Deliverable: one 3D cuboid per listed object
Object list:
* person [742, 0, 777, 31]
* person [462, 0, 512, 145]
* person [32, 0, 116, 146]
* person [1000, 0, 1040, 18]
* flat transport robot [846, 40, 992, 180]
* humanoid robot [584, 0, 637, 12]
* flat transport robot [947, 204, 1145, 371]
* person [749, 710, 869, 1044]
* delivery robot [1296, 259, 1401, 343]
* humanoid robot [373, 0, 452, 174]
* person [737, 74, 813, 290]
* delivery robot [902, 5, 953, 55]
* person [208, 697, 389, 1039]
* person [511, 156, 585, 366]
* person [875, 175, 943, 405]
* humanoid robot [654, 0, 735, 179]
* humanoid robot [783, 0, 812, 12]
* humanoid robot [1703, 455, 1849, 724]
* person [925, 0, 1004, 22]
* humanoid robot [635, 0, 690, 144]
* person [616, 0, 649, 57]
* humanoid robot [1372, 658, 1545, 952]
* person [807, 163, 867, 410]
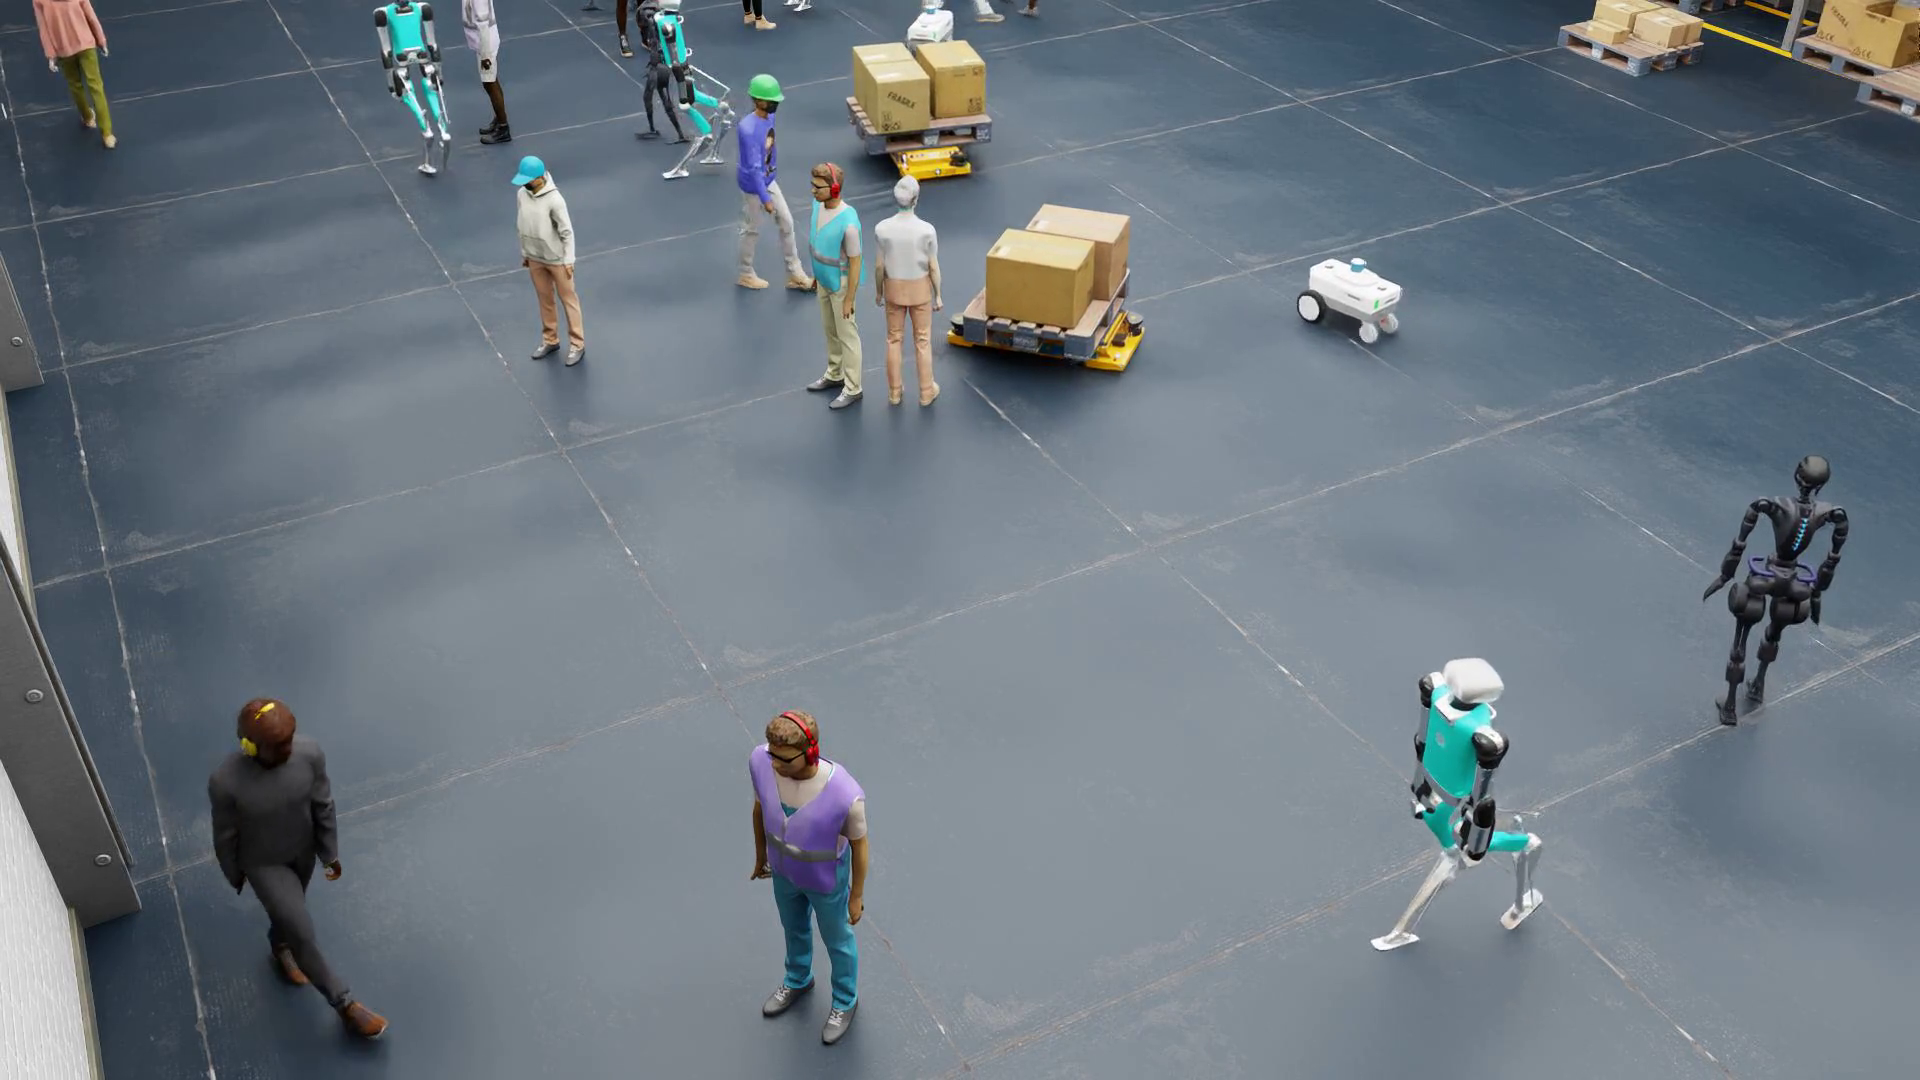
[{"bbox_3d":[-2.374,-6.727,19.075,0.319,1.696,0.531,-21,40,-28],"label":"person"},{"bbox_3d":[-4.663,-4.814,16.149,0.381,1.929,0.545,-10,36,-14],"label":"person"},{"bbox_3d":[-8.646,-4.814,16.271,0.564,1.783,0.980,-17,38,-22],"label":"person"},{"bbox_3d":[0.664,-7.151,19.518,0.553,1.883,0.979,-28,44,-34],"label":"person"},{"bbox_3d":[-0.403,-3.897,16.279,0.659,0.231,1.431,-9,36,-13],"label":"flat transport robot"},{"bbox_3d":[-4.129,-7.053,19.610,0.792,1.634,0.615,-5,35,-7],"label":"humanoid robot"},{"bbox_3d":[0.680,-1.656,13.080,1.431,0.231,0.659,11,37,16],"label":"flat transport robot"},{"bbox_3d":[-0.649,1.444,7.281,0.568,1.842,0.373,19,39,24],"label":"person"},{"bbox_3d":[3.117,-1.951,13.262,0.499,0.606,0.807,-27,43,-33],"label":"delivery robot"},{"bbox_3d":[-4.977,-4.144,15.405,0.552,1.843,0.741,-18,39,-24],"label":"humanoid robot"},{"bbox_3d":[-1.521,-2.836,13.405,0.835,1.837,0.468,16,38,22],"label":"person"},{"bbox_3d":[-0.329,-5.642,18.502,0.499,0.572,0.747,9,36,13],"label":"delivery robot"},{"bbox_3d":[-2.950,1.413,7.359,0.964,1.805,0.500,25,42,31],"label":"person"},{"bbox_3d":[-3.097,-2.094,12.484,0.461,1.668,0.390,15,38,21],"label":"person"},{"bbox_3d":[-0.372,-1.780,11.968,0.493,1.744,0.302,5,35,7],"label":"person"},{"bbox_3d":[-2.401,-4.183,15.414,0.839,1.776,0.565,-6,35,-8],"label":"humanoid robot"},{"bbox_3d":[-1.850,-7.048,19.386,0.735,1.674,0.533,-19,39,-25],"label":"humanoid robot"},{"bbox_3d":[4.447,0.254,9.133,0.599,1.645,0.460,8,36,11],"label":"humanoid robot"},{"bbox_3d":[0.048,-6.910,19.210,0.873,1.854,0.591,1,35,2],"label":"person"},{"bbox_3d":[-2.965,-4.651,16.139,0.524,1.643,0.608,-6,35,-8],"label":"humanoid robot"},{"bbox_3d":[-3.625,-6.340,18.291,0.607,1.962,0.368,-19,39,-25],"label":"person"},{"bbox_3d":[2.505,1.220,7.736,1.010,1.775,0.531,-13,37,-17],"label":"humanoid robot"},{"bbox_3d":[-0.884,-1.838,11.965,0.391,1.846,0.563,-20,40,-26],"label":"person"}]
